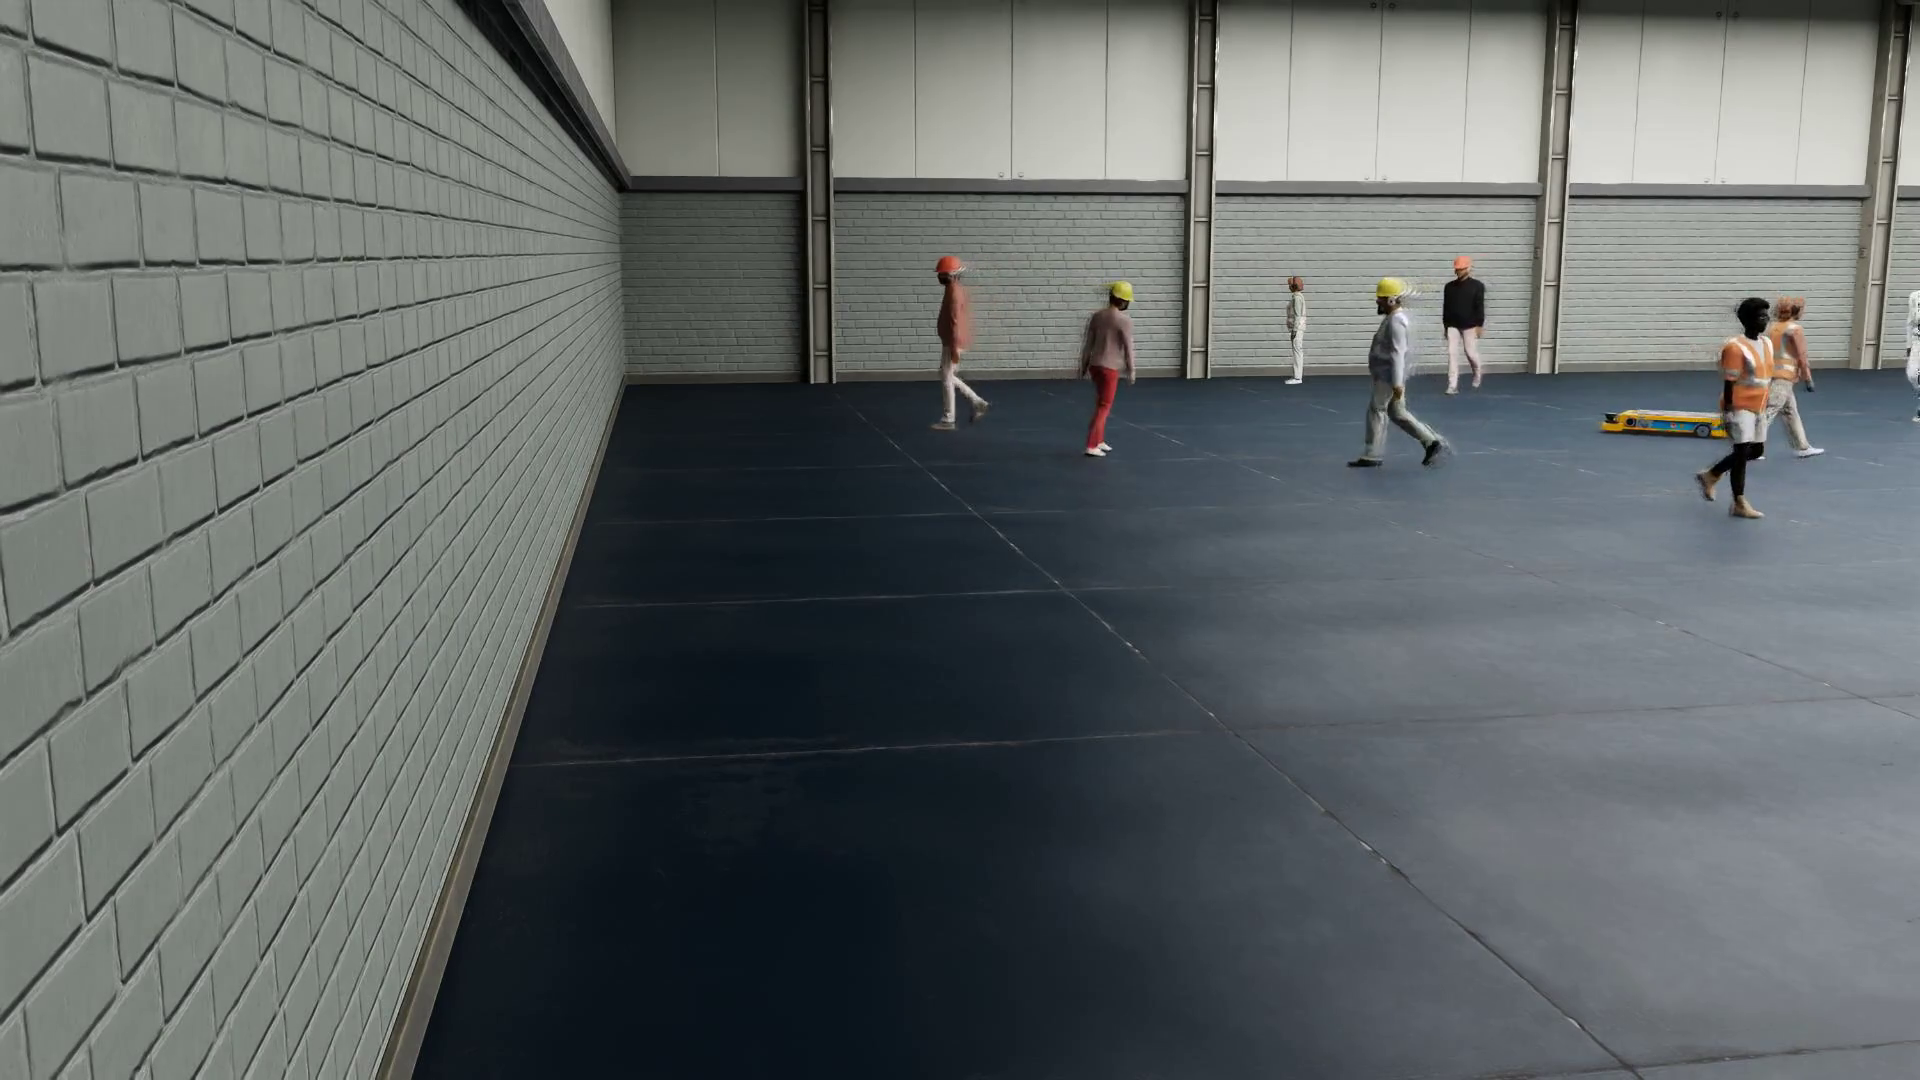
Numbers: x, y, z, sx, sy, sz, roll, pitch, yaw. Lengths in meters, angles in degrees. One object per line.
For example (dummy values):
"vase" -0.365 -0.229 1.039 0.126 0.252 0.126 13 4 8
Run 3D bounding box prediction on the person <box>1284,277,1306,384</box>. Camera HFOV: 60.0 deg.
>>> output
"person" 5.119 -3.188 25.355 0.310 1.639 0.514 2 10 12

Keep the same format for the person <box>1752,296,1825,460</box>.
"person" 8.011 -1.562 16.138 0.890 1.587 0.522 0 10 1

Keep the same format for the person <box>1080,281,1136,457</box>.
"person" 1.445 -1.677 16.392 0.590 1.725 0.540 -8 12 -37

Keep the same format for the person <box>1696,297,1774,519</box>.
"person" 5.955 -1.020 12.756 0.538 1.685 0.592 -6 12 -32

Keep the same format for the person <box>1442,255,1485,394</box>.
"person" 7.205 -3.076 23.744 0.615 1.979 0.704 8 12 38

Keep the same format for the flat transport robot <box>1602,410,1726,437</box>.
"flat transport robot" 7.939 -1.303 18.433 1.431 0.197 0.652 6 12 31

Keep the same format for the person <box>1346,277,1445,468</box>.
"person" 4.087 -1.541 15.447 0.822 1.800 0.609 3 10 16

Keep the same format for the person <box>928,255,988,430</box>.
"person" -0.035 -2.232 18.875 0.583 1.975 0.631 0 10 0

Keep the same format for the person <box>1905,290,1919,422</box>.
"person" 11.561 -2.334 19.786 0.486 1.873 0.590 -6 11 -30
